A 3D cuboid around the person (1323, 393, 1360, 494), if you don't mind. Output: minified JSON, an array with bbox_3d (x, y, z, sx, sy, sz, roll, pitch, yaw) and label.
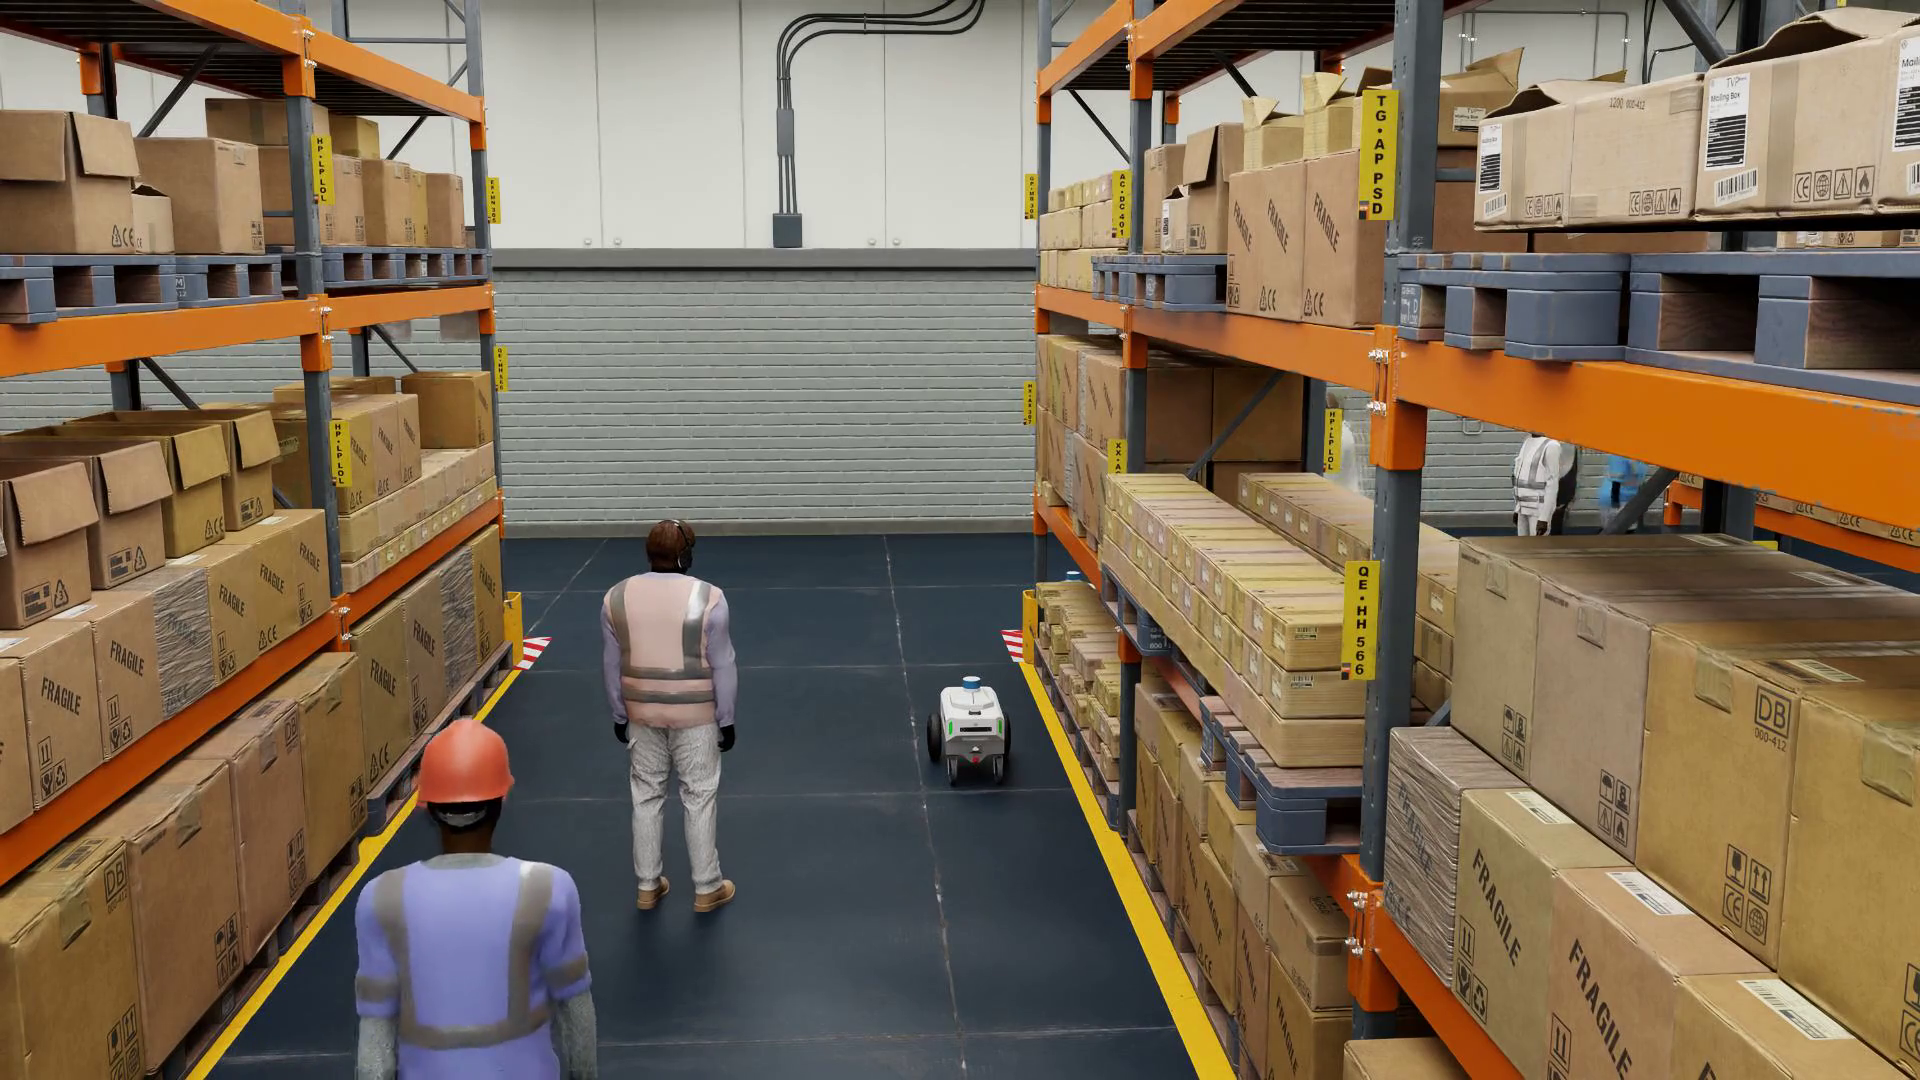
[{"bbox_3d":[3.175,-0.338,14.398,1.033,1.870,0.655,0,10,3],"label":"person"}]

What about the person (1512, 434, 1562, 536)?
[{"bbox_3d":[4.756,-0.237,13.806,0.355,1.883,0.574,-1,10,-6],"label":"person"}]

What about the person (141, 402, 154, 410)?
[{"bbox_3d":[-6.343,-0.110,12.919,0.563,1.927,0.650,-1,10,-8],"label":"person"}]

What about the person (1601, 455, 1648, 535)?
[{"bbox_3d":[6.047,-0.333,15.048,0.748,1.648,0.592,7,12,37],"label":"person"}]

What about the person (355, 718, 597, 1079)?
[{"bbox_3d":[-1.222,1.387,4.260,0.564,1.881,1.039,-1,10,-5],"label":"person"}]

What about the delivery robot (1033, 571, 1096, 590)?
[{"bbox_3d":[0.887,0.493,13.135,0.707,0.478,0.477,-4,10,-20],"label":"delivery robot"}]

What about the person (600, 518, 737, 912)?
[{"bbox_3d":[-1.329,0.814,7.739,0.627,1.843,0.429,2,10,12],"label":"person"}]

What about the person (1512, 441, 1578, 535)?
[{"bbox_3d":[5.041,-0.435,14.505,0.645,2.000,0.688,4,10,23],"label":"person"}]

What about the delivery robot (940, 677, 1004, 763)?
[{"bbox_3d":[0.069,1.053,9.839,0.477,0.478,0.707,-1,10,-4],"label":"delivery robot"}]
